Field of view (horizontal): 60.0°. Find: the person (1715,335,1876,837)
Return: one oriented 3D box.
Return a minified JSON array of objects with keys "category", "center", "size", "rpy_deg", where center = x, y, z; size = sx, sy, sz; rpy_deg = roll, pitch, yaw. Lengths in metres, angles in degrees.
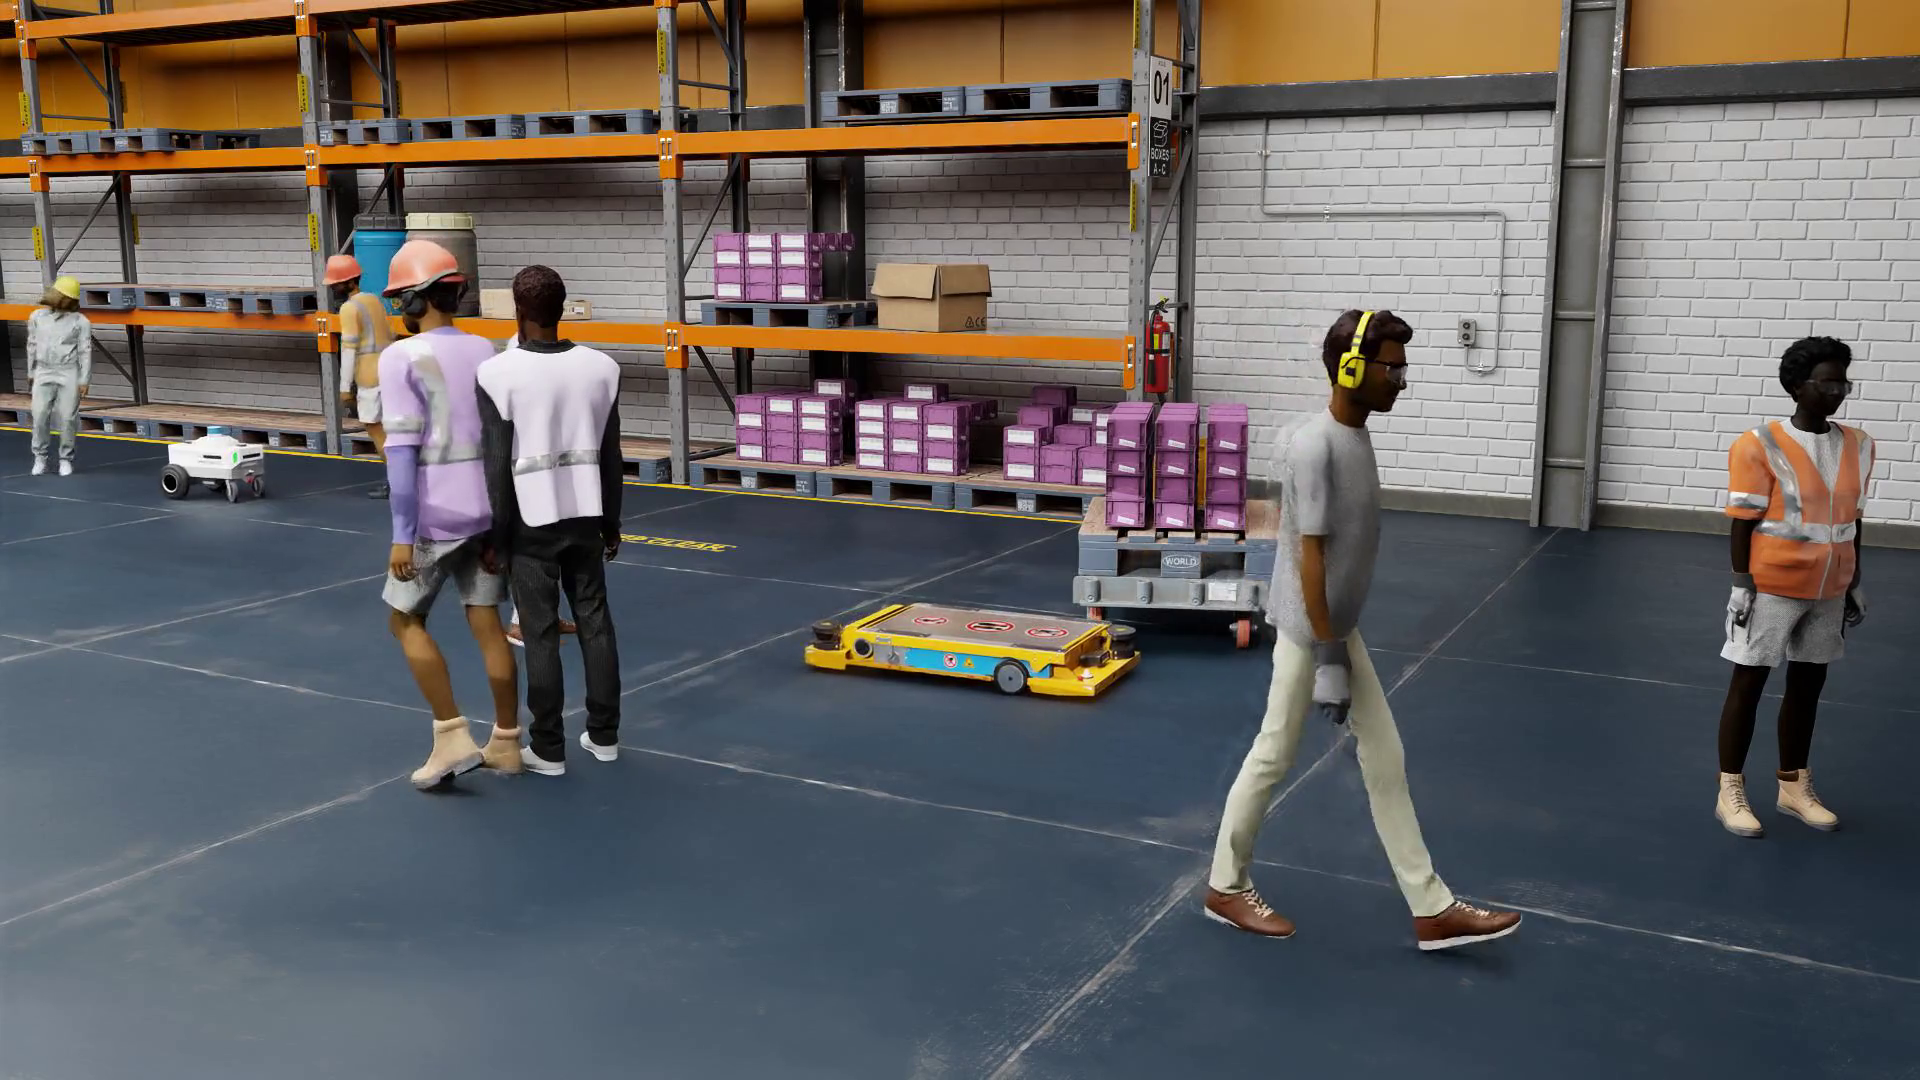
[{"category":"person","center":[2.831,0.159,5.641],"size":[0.533,1.699,0.318],"rpy_deg":[-2,11,-12]}]

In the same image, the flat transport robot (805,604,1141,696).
[{"category":"flat transport robot","center":[0.061,0.488,7.747],"size":[1.431,0.197,0.652],"rpy_deg":[4,11,24]}]

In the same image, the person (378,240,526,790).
[{"category":"person","center":[-1.892,-0.087,6.157],"size":[0.537,2.010,0.638],"rpy_deg":[5,12,26]}]

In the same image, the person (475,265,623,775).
[{"category":"person","center":[-1.529,-0.068,6.282],"size":[0.591,1.917,0.379],"rpy_deg":[-9,14,-42]}]

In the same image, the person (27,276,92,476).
[{"category":"person","center":[-7.609,-1.382,14.069],"size":[0.549,1.692,0.415],"rpy_deg":[-2,11,-13]}]

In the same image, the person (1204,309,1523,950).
[{"category":"person","center":[1.119,0.282,4.636],"size":[0.964,1.811,0.570],"rpy_deg":[6,12,32]}]

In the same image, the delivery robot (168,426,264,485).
[{"category":"delivery robot","center":[-5.767,-0.640,12.900],"size":[0.707,0.478,0.477],"rpy_deg":[4,11,20]}]

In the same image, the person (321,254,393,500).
[{"category":"person","center":[-4.544,-1.235,12.743],"size":[0.535,1.890,0.579],"rpy_deg":[0,10,2]}]

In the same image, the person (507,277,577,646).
[{"category":"person","center":[-2.095,-0.409,8.296],"size":[0.329,1.869,0.555],"rpy_deg":[-3,11,-18]}]
